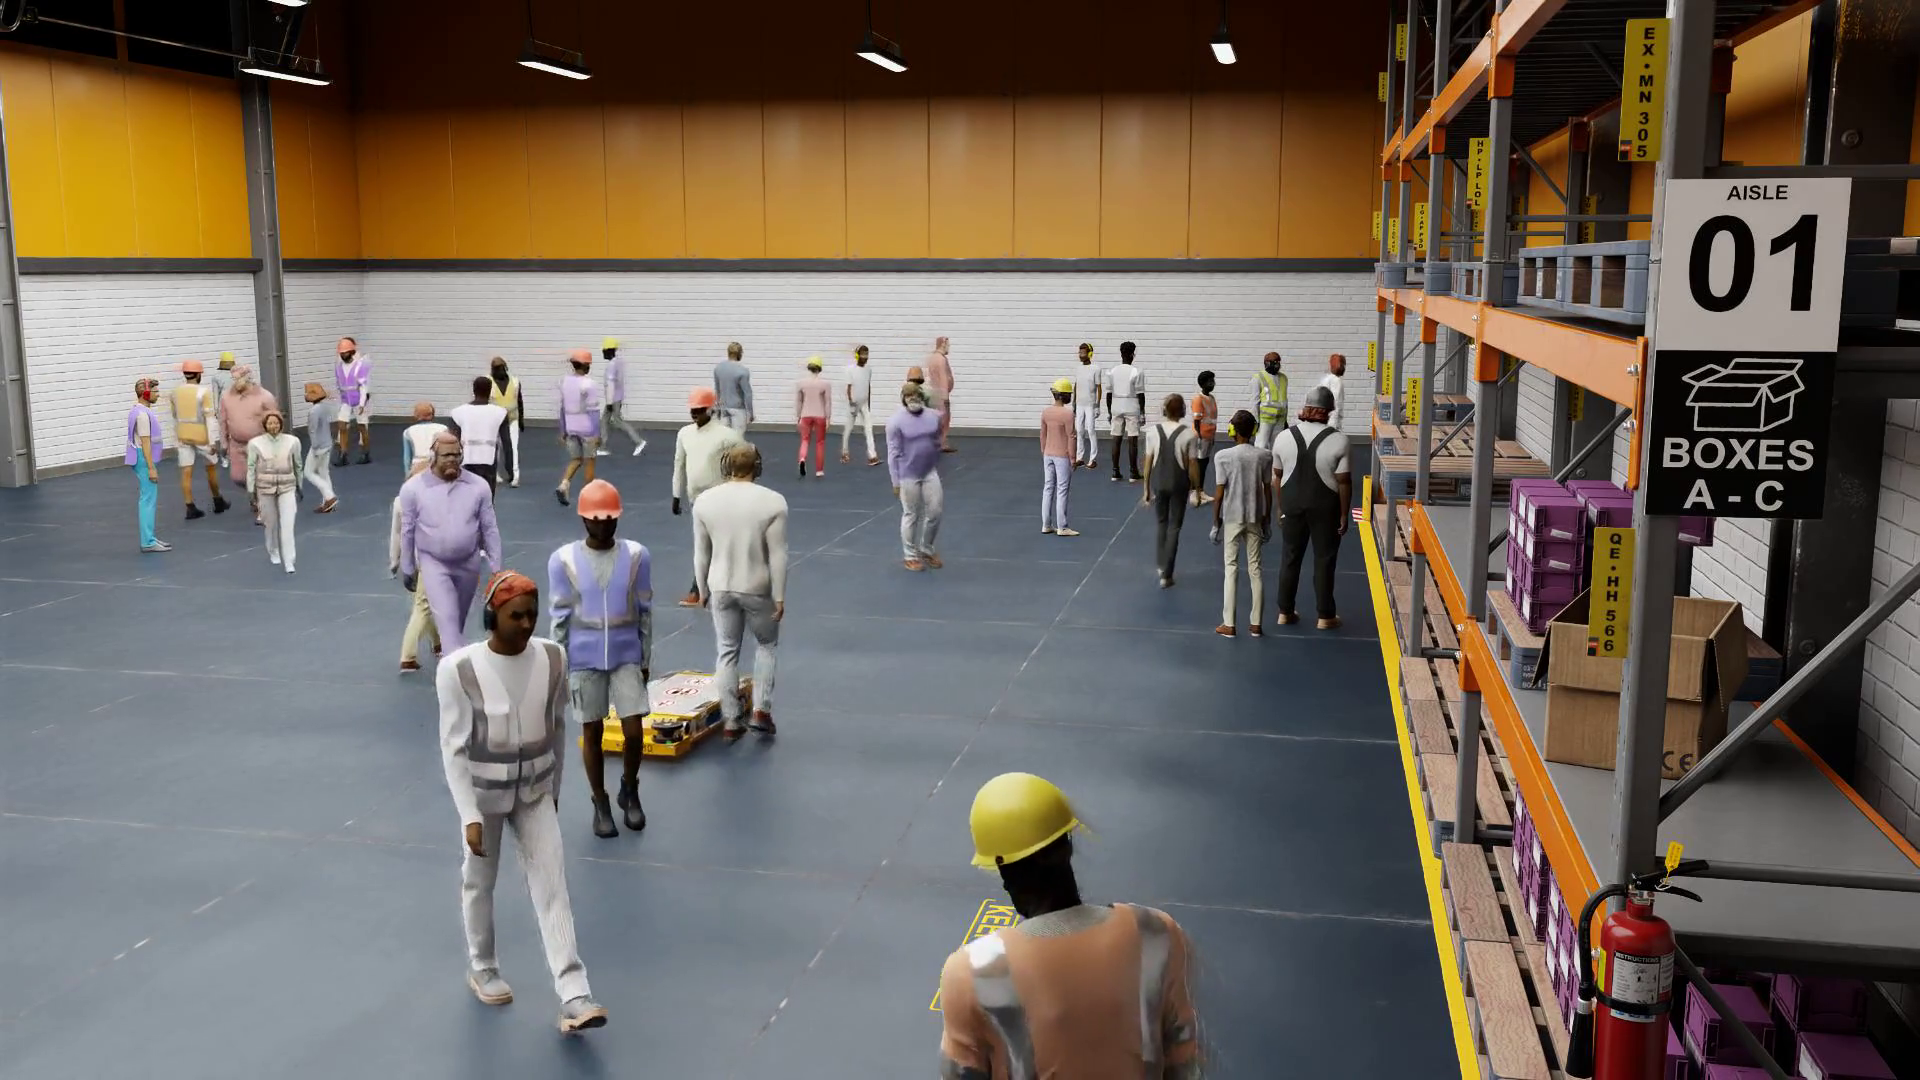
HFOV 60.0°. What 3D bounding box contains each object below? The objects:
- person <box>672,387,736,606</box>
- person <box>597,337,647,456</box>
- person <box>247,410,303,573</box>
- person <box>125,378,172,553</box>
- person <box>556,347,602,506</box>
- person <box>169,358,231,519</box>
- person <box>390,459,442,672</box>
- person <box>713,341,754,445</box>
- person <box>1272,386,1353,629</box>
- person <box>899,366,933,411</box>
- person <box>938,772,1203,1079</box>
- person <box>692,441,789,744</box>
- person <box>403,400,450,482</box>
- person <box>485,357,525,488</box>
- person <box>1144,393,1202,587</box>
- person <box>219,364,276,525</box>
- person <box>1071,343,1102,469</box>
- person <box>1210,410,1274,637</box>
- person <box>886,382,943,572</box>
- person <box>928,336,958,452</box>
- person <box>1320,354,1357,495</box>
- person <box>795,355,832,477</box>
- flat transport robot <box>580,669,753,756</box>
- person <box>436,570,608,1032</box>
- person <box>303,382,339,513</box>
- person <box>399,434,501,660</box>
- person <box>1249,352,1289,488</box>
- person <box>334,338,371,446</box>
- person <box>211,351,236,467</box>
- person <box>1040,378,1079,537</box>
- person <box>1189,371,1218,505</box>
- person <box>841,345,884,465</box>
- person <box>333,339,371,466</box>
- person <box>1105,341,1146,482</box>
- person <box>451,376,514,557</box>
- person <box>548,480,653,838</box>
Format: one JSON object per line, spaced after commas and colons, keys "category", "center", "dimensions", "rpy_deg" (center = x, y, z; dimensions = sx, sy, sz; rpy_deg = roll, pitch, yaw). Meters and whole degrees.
{"category": "person", "center": [-2.289, -0.434, 15.125], "dimensions": [0.643, 1.950, 1.026], "rpy_deg": [5, 11, 26]}
{"category": "person", "center": [-5.417, -2.260, 26.274], "dimensions": [0.876, 1.896, 0.594], "rpy_deg": [-1, 10, -7]}
{"category": "person", "center": [-6.824, -0.506, 16.582], "dimensions": [0.529, 1.602, 0.829], "rpy_deg": [-4, 10, -25]}
{"category": "person", "center": [-8.608, -0.785, 17.574], "dimensions": [0.384, 1.835, 0.566], "rpy_deg": [-5, 10, -26]}
{"category": "person", "center": [-4.694, -1.364, 20.485], "dimensions": [0.624, 2.023, 0.584], "rpy_deg": [5, 11, 27]}
{"category": "person", "center": [-9.161, -1.232, 20.061], "dimensions": [0.567, 1.897, 0.897], "rpy_deg": [0, 9, 3]}
{"category": "person", "center": [-4.021, 0.174, 12.555], "dimensions": [0.520, 1.578, 0.849], "rpy_deg": [3, 10, 18]}
{"category": "person", "center": [-3.241, -1.874, 23.827], "dimensions": [0.646, 1.937, 0.387], "rpy_deg": [6, 11, 34]}
{"category": "person", "center": [2.975, -0.285, 13.931], "dimensions": [0.677, 2.000, 0.535], "rpy_deg": [5, 11, 30]}
{"category": "person", "center": [-0.653, -1.624, 23.250], "dimensions": [0.529, 1.613, 0.629], "rpy_deg": [-4, 10, -22]}
{"category": "person", "center": [0.248, 1.455, 3.924], "dimensions": [0.662, 1.877, 0.637], "rpy_deg": [-3, 10, -18]}
{"category": "person", "center": [-1.388, 0.334, 10.577], "dimensions": [0.633, 1.921, 0.469], "rpy_deg": [1, 9, 6]}
{"category": "person", "center": [-5.590, -0.645, 17.386], "dimensions": [0.539, 1.609, 0.611], "rpy_deg": [1, 9, 5]}
{"category": "person", "center": [-6.296, -1.622, 22.788], "dimensions": [0.674, 1.788, 0.958], "rpy_deg": [-5, 11, -28]}
{"category": "person", "center": [2.034, -0.477, 15.732], "dimensions": [0.524, 1.822, 0.623], "rpy_deg": [4, 10, 25]}
{"category": "person", "center": [-8.305, -1.134, 19.494], "dimensions": [0.672, 1.885, 0.593], "rpy_deg": [0, 9, 0]}
{"category": "person", "center": [1.866, -1.994, 24.744], "dimensions": [0.533, 1.871, 0.320], "rpy_deg": [8, 12, 40]}
{"category": "person", "center": [2.292, -0.132, 13.546], "dimensions": [0.511, 1.865, 0.329], "rpy_deg": [-1, 10, -8]}
{"category": "person", "center": [-0.459, -0.612, 16.339], "dimensions": [0.644, 1.896, 0.498], "rpy_deg": [-6, 11, -32]}
{"category": "person", "center": [-0.361, -2.328, 26.711], "dimensions": [0.589, 1.881, 0.656], "rpy_deg": [-1, 9, -6]}
{"category": "person", "center": [4.936, -1.498, 21.793], "dimensions": [0.718, 1.855, 0.625], "rpy_deg": [-1, 10, -9]}
{"category": "person", "center": [-2.085, -1.742, 23.577], "dimensions": [0.525, 1.757, 0.512], "rpy_deg": [1, 10, 8]}
{"category": "flat transport robot", "center": [-1.844, 1.105, 10.878], "dimensions": [0.652, 0.197, 1.431], "rpy_deg": [3, 10, 16]}
{"category": "person", "center": [-1.749, 1.040, 6.572], "dimensions": [0.573, 1.826, 0.994], "rpy_deg": [-7, 12, -36]}
{"category": "person", "center": [-7.806, -1.113, 20.202], "dimensions": [0.337, 1.623, 0.501], "rpy_deg": [0, 9, 0]}
{"category": "person", "center": [-3.611, 0.162, 11.822], "dimensions": [0.653, 1.855, 1.012], "rpy_deg": [-6, 11, -32]}
{"category": "person", "center": [4.237, -1.636, 22.668], "dimensions": [0.626, 1.845, 0.429], "rpy_deg": [-6, 11, -31]}
{"category": "person", "center": [-10.128, -2.451, 27.685], "dimensions": [0.642, 1.798, 0.912], "rpy_deg": [0, 9, 0]}
{"category": "person", "center": [-10.946, -1.960, 24.951], "dimensions": [0.480, 1.734, 0.330], "rpy_deg": [-5, 11, -29]}
{"category": "person", "center": [1.123, -0.925, 18.618], "dimensions": [0.322, 1.765, 0.533], "rpy_deg": [-8, 12, -38]}
{"category": "person", "center": [3.093, -1.301, 21.083], "dimensions": [0.317, 1.695, 0.540], "rpy_deg": [5, 11, 30]}
{"category": "person", "center": [-1.525, -2.043, 25.223], "dimensions": [0.525, 1.813, 1.013], "rpy_deg": [-7, 12, -36]}
{"category": "person", "center": [-9.166, -2.052, 24.969], "dimensions": [0.564, 1.899, 0.847], "rpy_deg": [2, 10, 10]}
{"category": "person", "center": [2.326, -1.795, 23.251], "dimensions": [0.603, 1.966, 0.368], "rpy_deg": [6, 11, 31]}
{"category": "person", "center": [-5.032, -0.774, 17.503], "dimensions": [0.660, 1.829, 1.020], "rpy_deg": [-1, 9, -5]}
{"category": "person", "center": [-1.875, 0.632, 8.760], "dimensions": [0.547, 1.921, 0.434], "rpy_deg": [-3, 10, -18]}
